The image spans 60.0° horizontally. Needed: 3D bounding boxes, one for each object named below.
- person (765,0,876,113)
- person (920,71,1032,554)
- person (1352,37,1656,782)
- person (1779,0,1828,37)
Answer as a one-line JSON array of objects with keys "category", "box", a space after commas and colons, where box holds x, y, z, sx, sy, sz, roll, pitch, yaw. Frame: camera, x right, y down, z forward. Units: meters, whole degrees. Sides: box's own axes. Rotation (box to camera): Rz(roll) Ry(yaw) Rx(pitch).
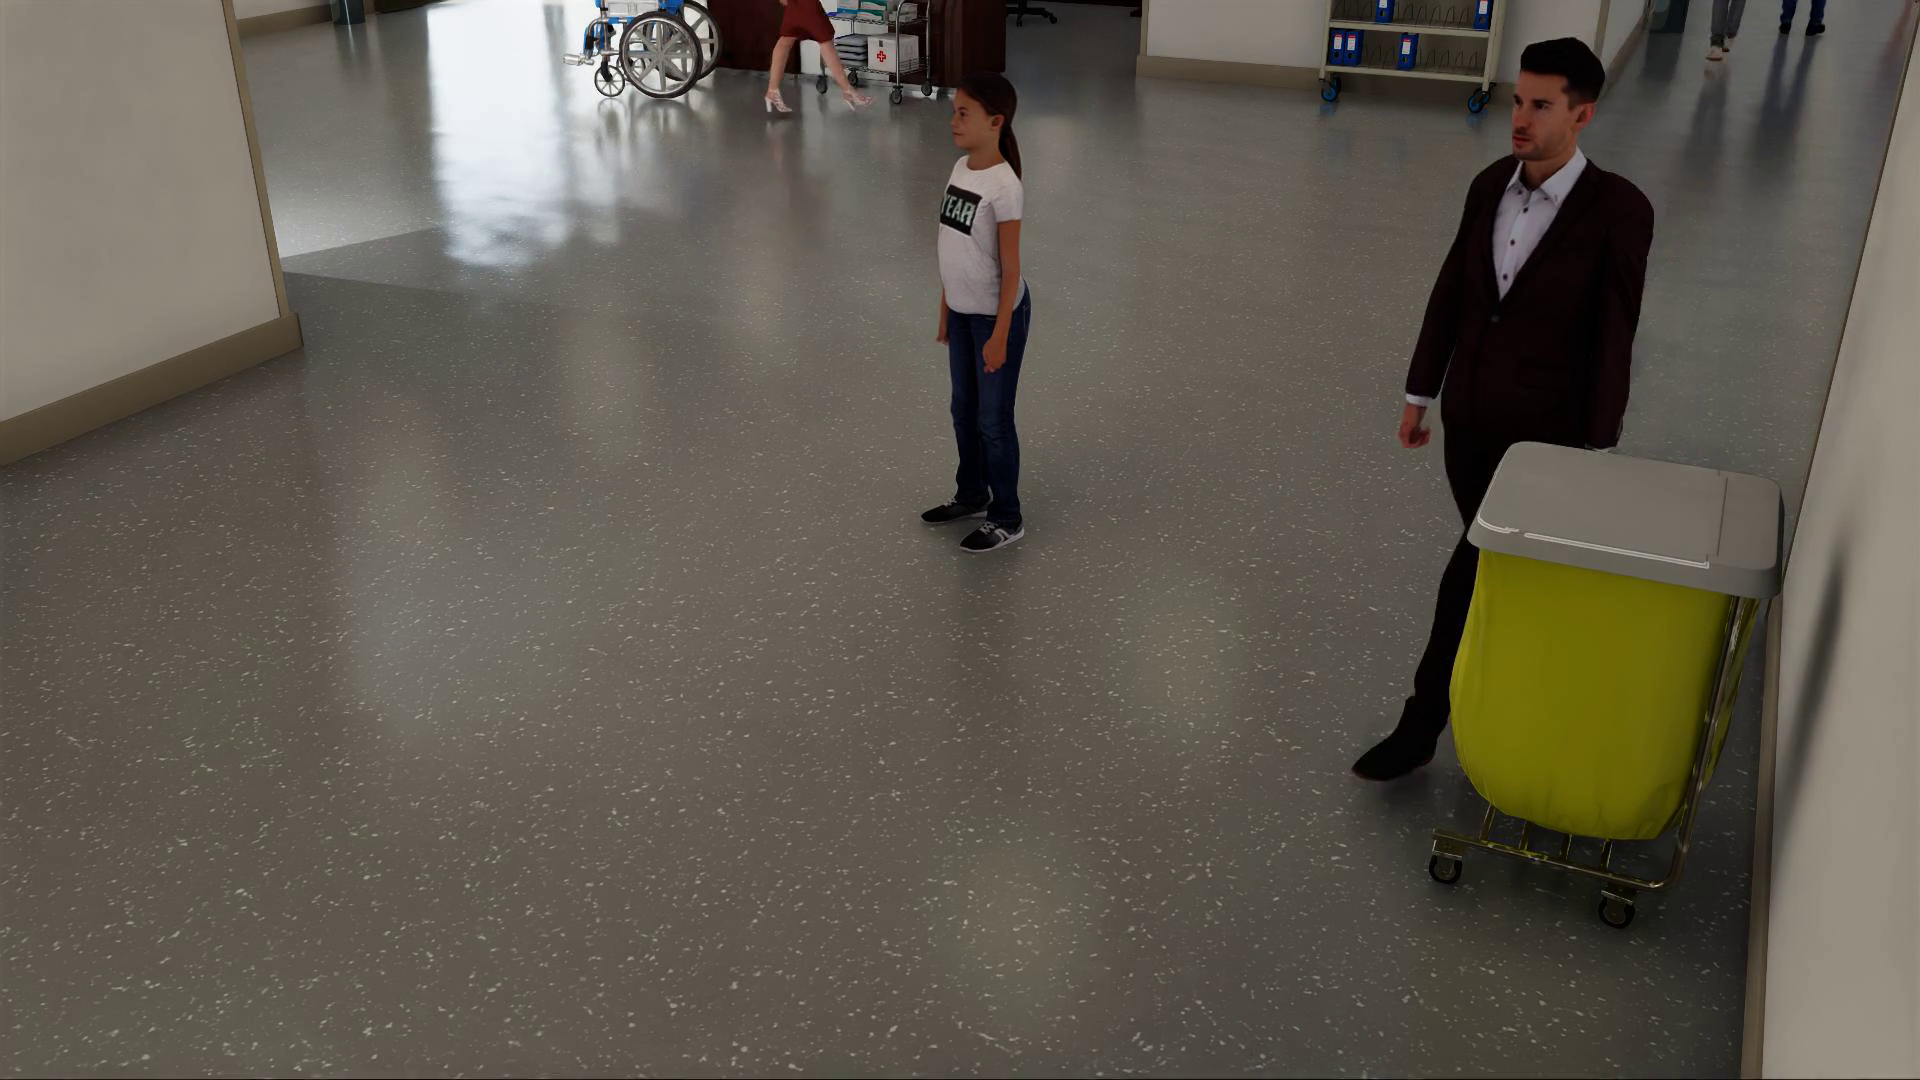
[{"category": "person", "box": [-1.203, -3.833, 11.667, 1.116, 1.713, 0.852, 3, 26, 5]}, {"category": "person", "box": [0.077, -0.744, 5.433, 0.683, 1.563, 0.602, -15, 30, -28]}, {"category": "person", "box": [1.455, -0.318, 4.238, 1.170, 1.834, 1.266, -16, 30, -30]}, {"category": "person", "box": [7.796, -5.579, 15.083, 0.553, 1.890, 0.770, 16, 30, 30]}]
